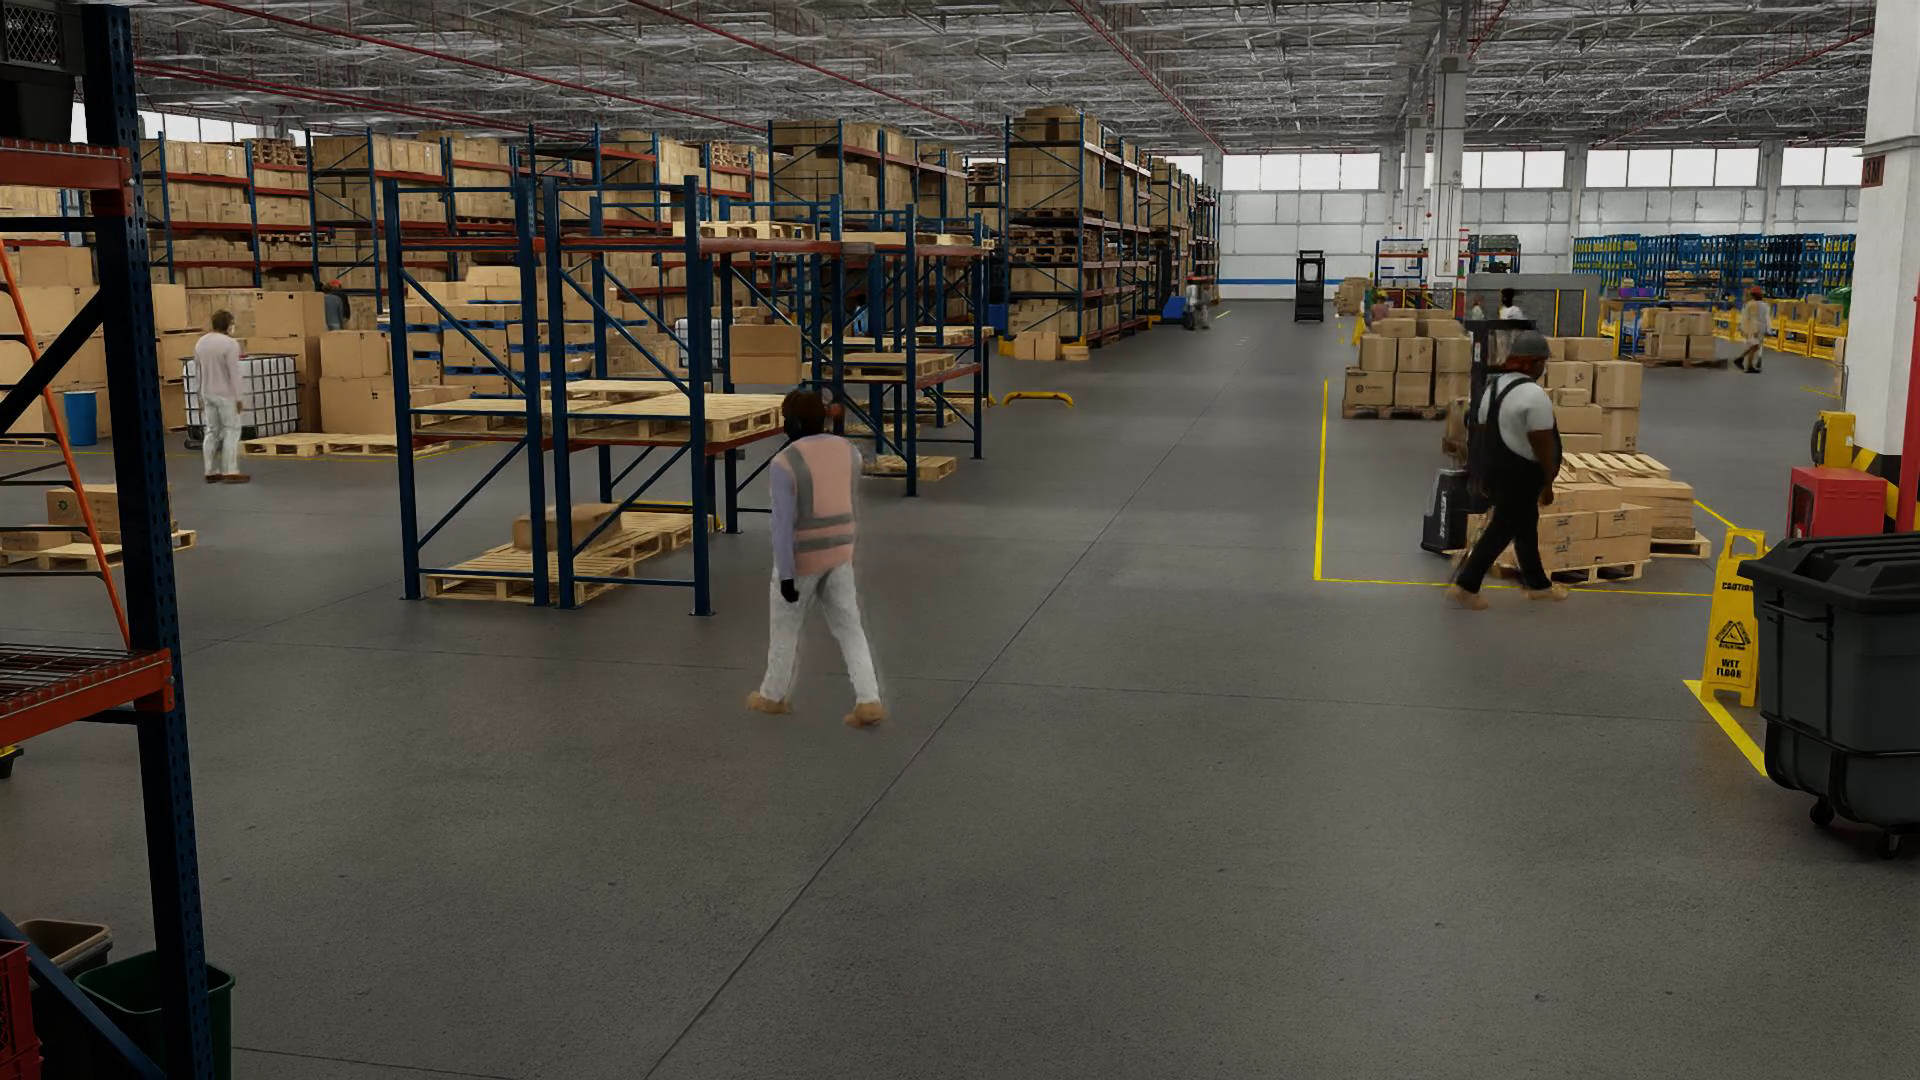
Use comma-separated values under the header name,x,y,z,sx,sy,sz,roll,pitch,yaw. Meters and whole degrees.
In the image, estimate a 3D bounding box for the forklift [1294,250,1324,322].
name,x,y,z,sx,sy,sz,roll,pitch,yaw
forklift,13.778,-10.002,65.433,1.129,2.768,1.873,2,10,12

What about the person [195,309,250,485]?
name,x,y,z,sx,sy,sz,roll,pitch,yaw
person,-8.151,-1.573,18.350,0.689,1.927,0.389,5,11,29

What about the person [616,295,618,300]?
name,x,y,z,sx,sy,sz,roll,pitch,yaw
person,-8.504,-5.254,41.014,0.523,1.630,0.324,0,10,3

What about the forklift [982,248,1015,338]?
name,x,y,z,sx,sy,sz,roll,pitch,yaw
forklift,1.233,-7.660,51.564,1.129,2.768,1.873,2,10,12

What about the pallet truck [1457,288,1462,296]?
name,x,y,z,sx,sy,sz,roll,pitch,yaw
pallet truck,20.506,-9.785,68.819,0.653,1.274,1.630,2,10,12

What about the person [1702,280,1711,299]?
name,x,y,z,sx,sy,sz,roll,pitch,yaw
person,31.717,-10.291,70.515,0.840,1.726,0.557,3,10,16

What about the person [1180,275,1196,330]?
name,x,y,z,sx,sy,sz,roll,pitch,yaw
person,7.952,-8.262,57.983,0.665,1.914,0.554,9,13,42

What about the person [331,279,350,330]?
name,x,y,z,sx,sy,sz,roll,pitch,yaw
person,-16.124,-5.808,43.308,0.474,1.971,0.683,-2,10,-11

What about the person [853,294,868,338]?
name,x,y,z,sx,sy,sz,roll,pitch,yaw
person,-2.253,-4.738,37.757,0.319,1.697,0.533,0,10,2

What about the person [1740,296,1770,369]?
name,x,y,z,sx,sy,sz,roll,pitch,yaw
person,17.919,-4.751,37.517,0.591,1.807,0.656,4,10,21

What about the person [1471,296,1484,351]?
name,x,y,z,sx,sy,sz,roll,pitch,yaw
person,12.113,-4.932,39.121,0.686,1.616,0.518,4,10,22

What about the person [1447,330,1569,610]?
name,x,y,z,sx,sy,sz,roll,pitch,yaw
person,3.917,-0.524,11.789,1.014,2.000,0.694,-2,10,-9

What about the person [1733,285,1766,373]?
name,x,y,z,sx,sy,sz,roll,pitch,yaw
person,17.177,-4.568,36.086,0.474,1.922,0.552,4,10,24

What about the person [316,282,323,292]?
name,x,y,z,sx,sy,sz,roll,pitch,yaw
person,-15.559,-5.329,40.606,0.596,1.917,0.372,-2,10,-12

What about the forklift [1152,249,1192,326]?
name,x,y,z,sx,sy,sz,roll,pitch,yaw
forklift,7.646,-9.320,61.395,1.873,2.768,1.129,2,10,11

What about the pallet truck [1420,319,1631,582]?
name,x,y,z,sx,sy,sz,roll,pitch,yaw
pallet truck,4.543,-0.757,13.299,0.823,1.965,1.885,-4,10,-22

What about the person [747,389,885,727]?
name,x,y,z,sx,sy,sz,roll,pitch,yaw
person,-0.758,0.098,8.829,0.629,1.806,0.939,-9,13,-42

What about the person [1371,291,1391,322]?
name,x,y,z,sx,sy,sz,roll,pitch,yaw
person,9.921,-4.977,39.040,0.552,1.729,0.826,8,12,38

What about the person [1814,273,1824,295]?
name,x,y,z,sx,sy,sz,roll,pitch,yaw
person,41.586,-11.971,80.199,0.718,1.822,0.600,4,10,22

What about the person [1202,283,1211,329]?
name,x,y,z,sx,sy,sz,roll,pitch,yaw
person,8.789,-8.328,59.205,0.268,1.631,0.509,0,10,2

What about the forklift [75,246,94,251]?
name,x,y,z,sx,sy,sz,roll,pitch,yaw
forklift,-23.249,-6.429,44.276,1.873,2.768,1.129,-5,11,-28

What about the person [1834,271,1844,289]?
name,x,y,z,sx,sy,sz,roll,pitch,yaw
person,43.080,-12.232,81.346,0.628,1.972,0.572,1,10,8

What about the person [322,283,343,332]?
name,x,y,z,sx,sy,sz,roll,pitch,yaw
person,-14.580,-4.970,38.455,0.630,1.931,0.366,-7,12,-35

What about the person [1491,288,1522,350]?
name,x,y,z,sx,sy,sz,roll,pitch,yaw
person,10.174,-3.733,31.047,0.464,1.949,0.624,-1,10,-6
